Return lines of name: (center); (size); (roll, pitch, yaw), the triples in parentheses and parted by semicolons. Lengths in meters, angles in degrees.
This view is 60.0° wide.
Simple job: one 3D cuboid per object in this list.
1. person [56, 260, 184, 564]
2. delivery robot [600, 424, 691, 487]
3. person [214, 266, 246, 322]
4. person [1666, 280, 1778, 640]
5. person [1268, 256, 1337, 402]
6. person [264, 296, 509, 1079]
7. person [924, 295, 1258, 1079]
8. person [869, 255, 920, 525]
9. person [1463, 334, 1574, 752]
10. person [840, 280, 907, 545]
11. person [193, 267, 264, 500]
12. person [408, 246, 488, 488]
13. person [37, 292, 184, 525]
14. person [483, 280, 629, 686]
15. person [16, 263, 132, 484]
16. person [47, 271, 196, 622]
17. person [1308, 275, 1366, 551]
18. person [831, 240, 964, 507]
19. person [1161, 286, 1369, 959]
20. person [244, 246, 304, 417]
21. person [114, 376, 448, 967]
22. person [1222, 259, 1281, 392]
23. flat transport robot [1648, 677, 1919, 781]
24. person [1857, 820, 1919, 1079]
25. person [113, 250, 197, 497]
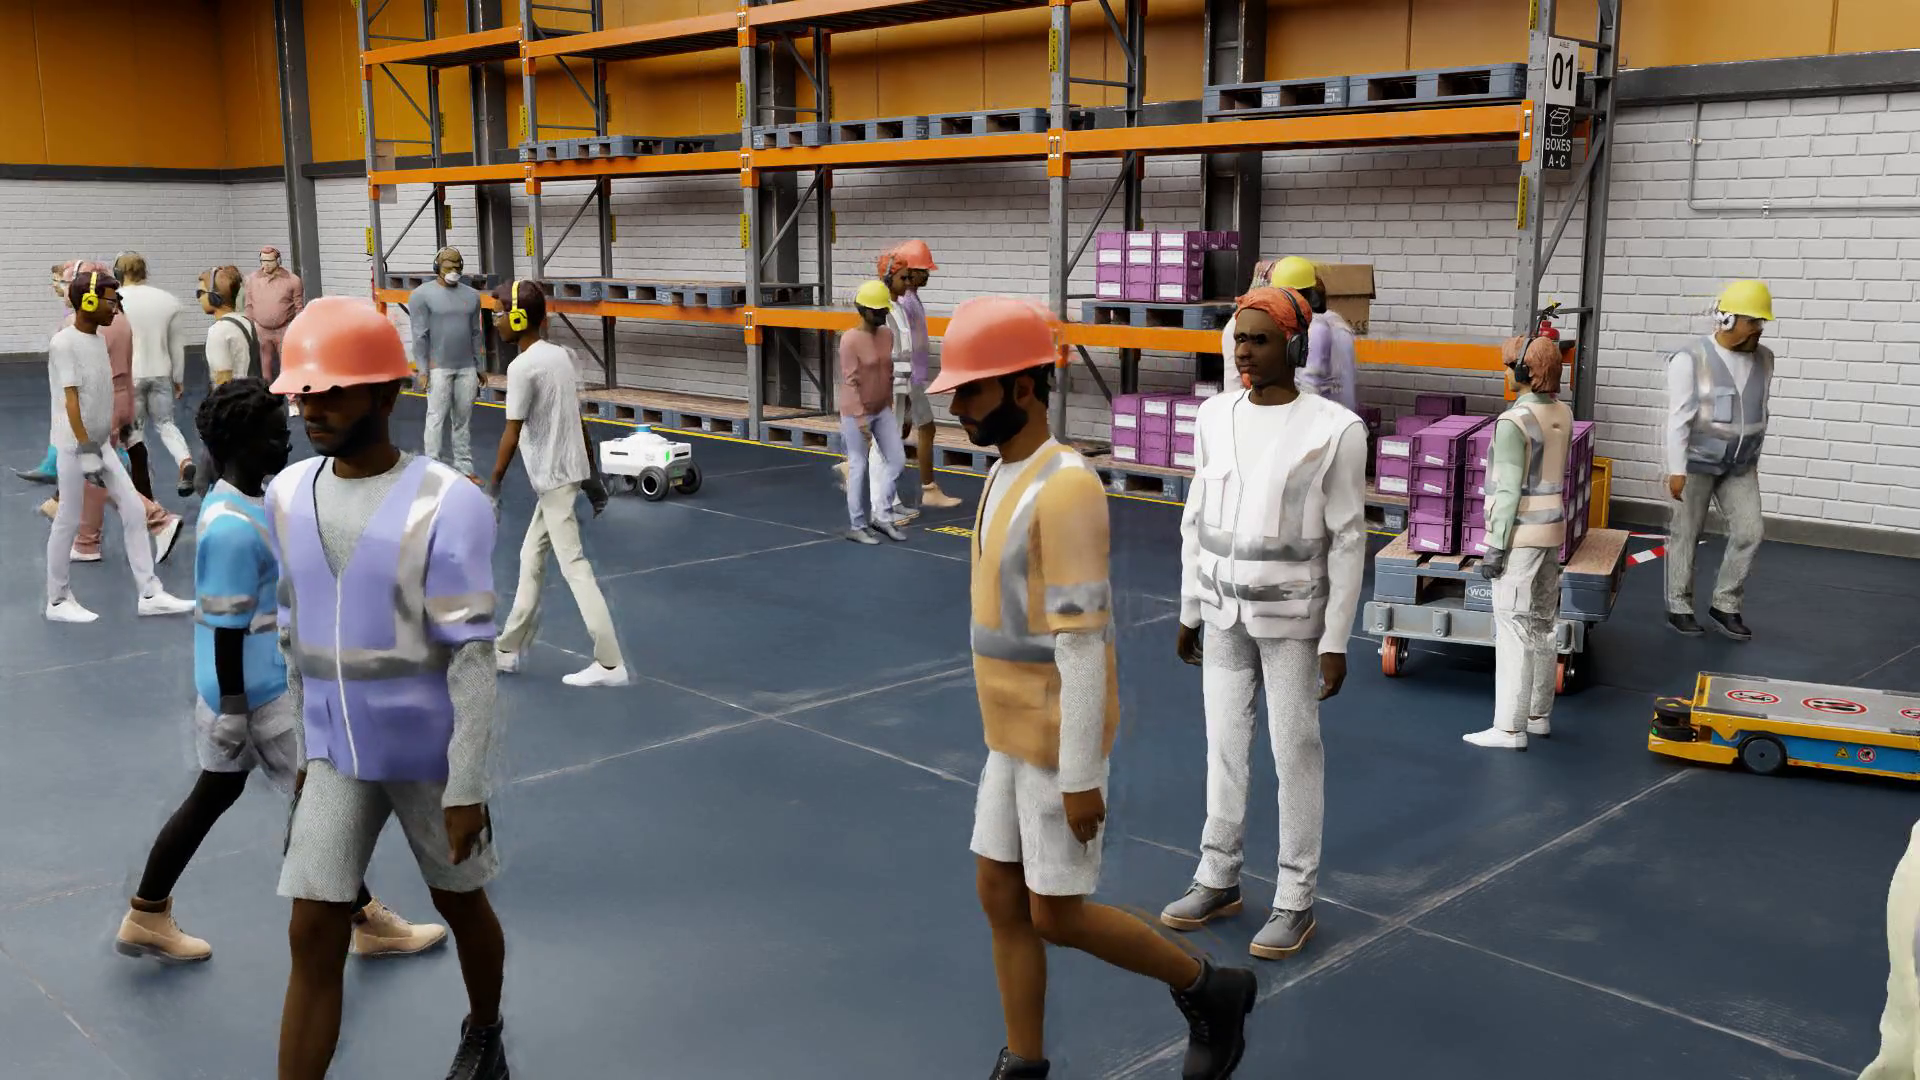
person: (-5.229, -0.768, 10.175); (0.812, 1.878, 0.652); (-1, 10, -4)
delivery robot: (-2.444, -0.655, 12.912); (0.707, 0.478, 0.477); (6, 12, 27)
person: (-10.377, -3.122, 23.789); (0.516, 1.577, 0.869); (-5, 12, -27)
person: (3.777, -0.381, 8.272); (0.608, 1.801, 0.570); (-1, 10, -7)
person: (1.939, -0.669, 9.557); (0.434, 1.904, 0.589); (-2, 11, -10)
person: (-1.246, 0.457, 3.454); (0.569, 1.888, 0.957); (3, 11, 15)
person: (0.282, 0.407, 3.722); (0.717, 1.899, 0.572); (-2, 11, -13)
person: (-0.483, -1.054, 11.720); (0.355, 1.885, 0.575); (3, 11, 13)
person: (2.226, 0.014, 6.563); (0.306, 1.640, 0.522); (10, 14, 42)
person: (-0.582, -0.812, 10.789); (0.487, 1.735, 0.543); (9, 14, 41)
person: (-4.293, -0.678, 9.801); (0.411, 1.831, 0.547); (0, 10, 0)
person: (-4.036, -1.349, 13.195); (0.371, 1.934, 0.627); (9, 13, 39)
person: (-5.901, -0.887, 11.405); (0.848, 1.663, 0.527); (-5, 11, -24)
person: (-1.922, -0.242, 7.467); (0.929, 1.819, 0.586); (1, 10, 6)
person: (-7.151, -1.335, 13.493); (0.975, 1.793, 0.594); (-6, 12, -28)
person: (-4.444, -0.464, 8.646); (0.878, 1.825, 0.558); (1, 10, 5)
person: (2.186, -0.747, 10.337); (0.896, 1.789, 0.664); (-2, 11, -9)
person: (-0.472, -1.209, 12.285); (0.914, 2.000, 0.632); (0, 10, 1)
person: (0.854, 0.233, 4.705); (0.574, 1.883, 0.355); (10, 14, 43)
person: (-7.645, -2.315, 18.557); (0.639, 1.902, 0.407); (-2, 11, -10)
person: (-1.933, 0.377, 4.533); (0.864, 1.655, 0.529); (-4, 11, -21)
person: (1.887, -0.685, 9.721); (0.668, 1.877, 0.837); (-3, 11, -17)
flat transport robot: (3.434, 0.734, 6.369); (1.431, 0.197, 0.652); (5, 12, 26)
person: (1.031, 0.863, 1.464); (0.616, 1.807, 0.609); (-9, 13, -39)
person: (-6.099, -1.209, 12.496); (0.708, 1.919, 0.633); (8, 13, 39)
